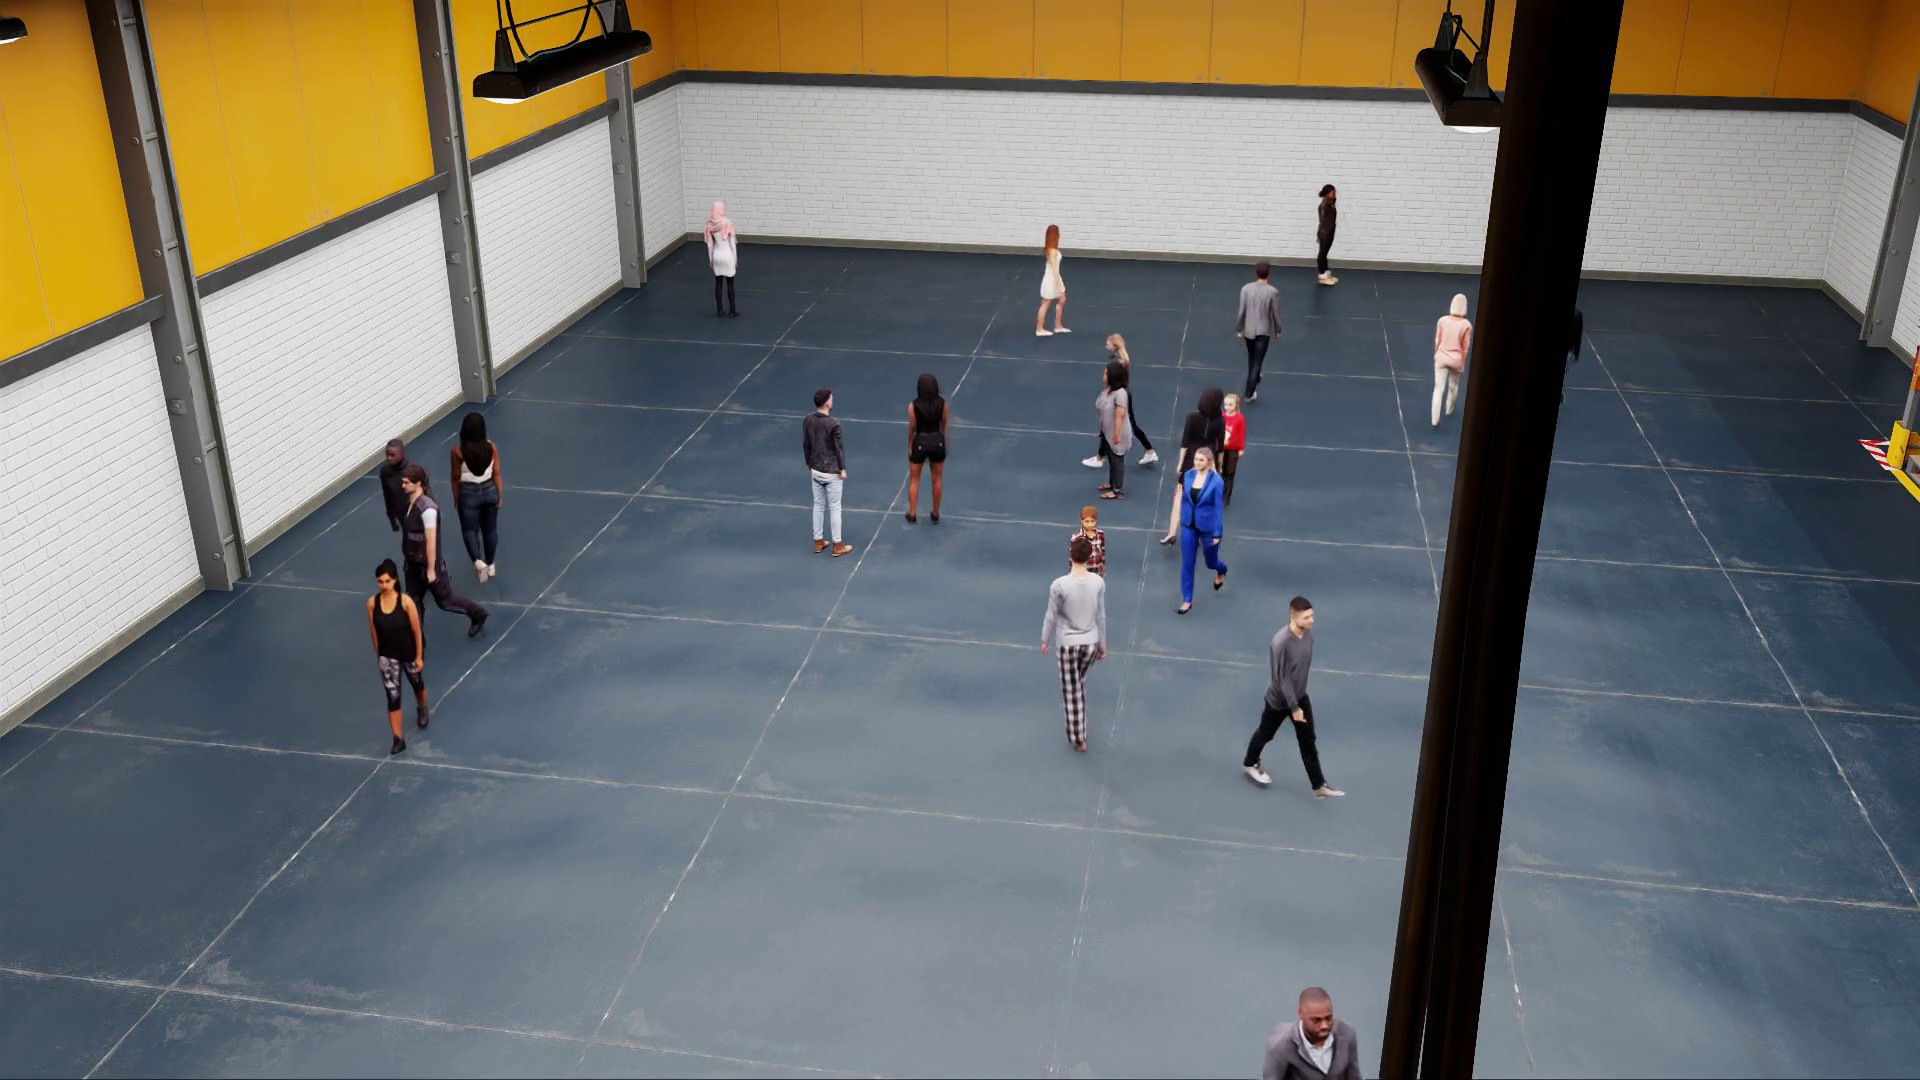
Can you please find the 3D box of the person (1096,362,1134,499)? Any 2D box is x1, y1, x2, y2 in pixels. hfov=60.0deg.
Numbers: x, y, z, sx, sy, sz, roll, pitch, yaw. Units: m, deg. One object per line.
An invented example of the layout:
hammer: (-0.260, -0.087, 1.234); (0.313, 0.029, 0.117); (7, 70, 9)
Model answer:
person: (1.789, -1.279, 19.048); (0.778, 1.608, 0.683); (-2, 24, -6)

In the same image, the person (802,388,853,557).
person: (-1.411, -0.718, 17.479); (0.731, 1.836, 0.695); (14, 27, 30)

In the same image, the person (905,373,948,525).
person: (-0.328, -0.989, 18.225); (0.710, 1.735, 0.731); (-6, 24, -13)

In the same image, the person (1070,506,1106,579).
person: (1.214, 0.283, 15.850); (0.612, 1.306, 0.643); (-10, 26, -22)

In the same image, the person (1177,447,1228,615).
person: (2.401, -0.124, 16.316); (0.889, 1.679, 1.109); (17, 29, 34)

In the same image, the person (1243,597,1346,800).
person: (2.510, 1.231, 13.172); (1.140, 1.714, 1.141); (-20, 31, -38)

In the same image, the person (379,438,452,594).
person: (-5.296, -0.191, 16.389); (0.877, 1.743, 1.320); (10, 26, 22)

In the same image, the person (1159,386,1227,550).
person: (2.508, -0.723, 17.582); (0.842, 1.763, 0.661); (-5, 24, -12)

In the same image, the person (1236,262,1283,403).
person: (3.933, -2.716, 22.071); (0.960, 1.819, 1.288); (12, 26, 25)

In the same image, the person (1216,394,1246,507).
person: (3.074, -1.064, 18.983); (0.616, 1.266, 0.828); (9, 25, 20)

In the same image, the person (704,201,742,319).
person: (-3.684, -4.358, 25.848); (0.642, 1.803, 0.603); (6, 24, 14)

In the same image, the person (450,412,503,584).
person: (-4.838, -0.389, 16.786); (0.958, 1.790, 1.089); (-10, 26, -23)

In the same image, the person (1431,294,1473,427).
person: (6.206, -2.247, 21.171); (0.777, 1.681, 1.207); (10, 25, 21)

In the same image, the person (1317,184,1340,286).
person: (6.101, -5.097, 27.718); (0.693, 1.658, 0.735); (-17, 29, -34)

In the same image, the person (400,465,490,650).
person: (-4.876, 0.169, 15.469); (1.231, 1.820, 1.092); (-21, 31, -39)

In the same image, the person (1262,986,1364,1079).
person: (1.829, 3.077, 8.849); (1.066, 1.794, 1.243); (-9, 25, -19)

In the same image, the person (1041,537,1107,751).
person: (1.001, 0.909, 13.780); (0.911, 1.817, 1.085); (-6, 24, -13)

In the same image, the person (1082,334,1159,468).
person: (1.996, -1.611, 19.743); (0.736, 1.659, 1.061); (4, 24, 8)

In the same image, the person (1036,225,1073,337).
person: (1.270, -3.854, 24.833); (0.678, 1.692, 0.734); (1, 24, 3)

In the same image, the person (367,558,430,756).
person: (-4.681, 0.923, 14.001); (0.796, 1.616, 1.151); (-2, 24, -5)
